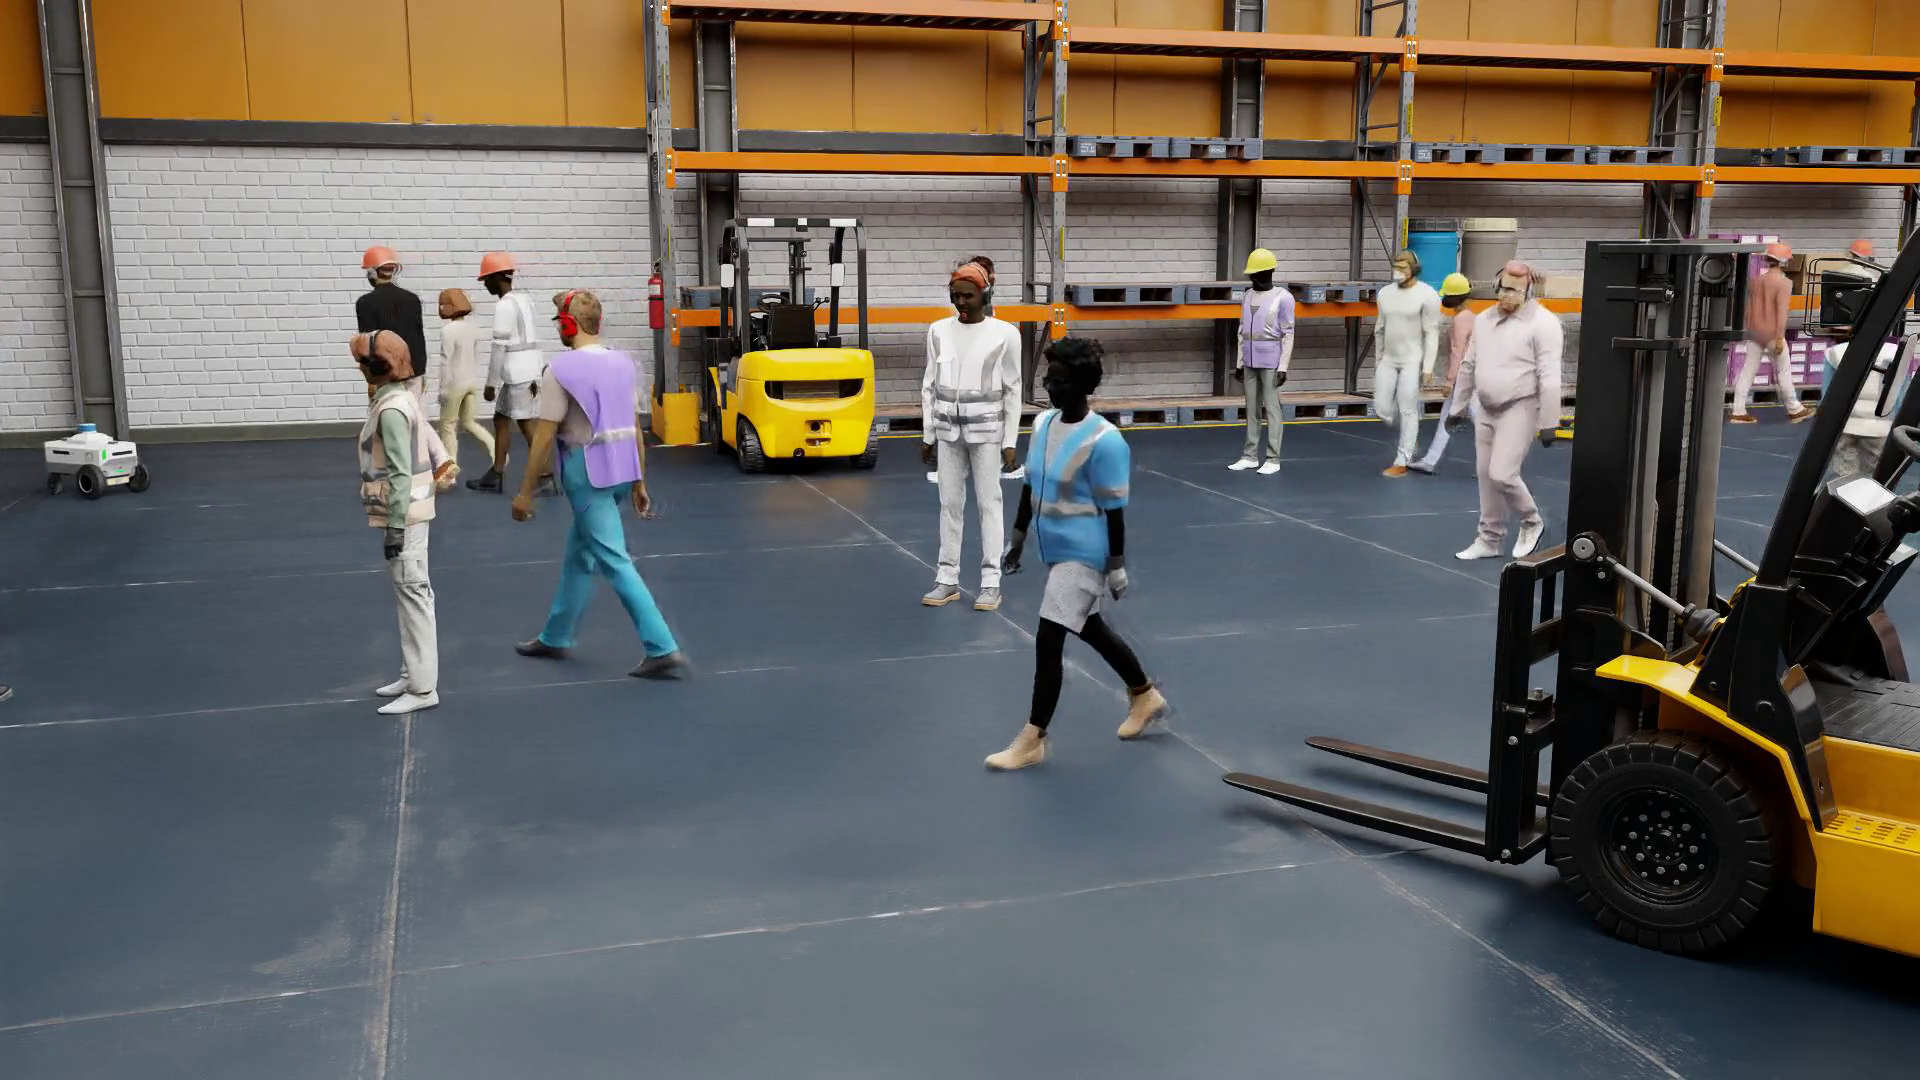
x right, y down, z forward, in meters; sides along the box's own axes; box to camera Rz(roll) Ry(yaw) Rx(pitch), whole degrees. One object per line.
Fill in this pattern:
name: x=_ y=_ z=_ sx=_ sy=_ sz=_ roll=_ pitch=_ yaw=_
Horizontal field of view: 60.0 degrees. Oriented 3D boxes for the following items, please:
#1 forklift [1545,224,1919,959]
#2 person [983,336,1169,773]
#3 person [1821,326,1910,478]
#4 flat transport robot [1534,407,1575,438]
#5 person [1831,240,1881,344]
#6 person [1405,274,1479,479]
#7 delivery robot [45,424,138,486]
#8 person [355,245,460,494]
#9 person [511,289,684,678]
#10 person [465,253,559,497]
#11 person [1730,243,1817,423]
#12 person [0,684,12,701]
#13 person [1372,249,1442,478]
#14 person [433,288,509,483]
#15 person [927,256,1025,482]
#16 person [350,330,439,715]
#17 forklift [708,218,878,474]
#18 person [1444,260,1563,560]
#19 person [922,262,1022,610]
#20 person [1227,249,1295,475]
forklift: x=2.909 y=0.117 z=4.508 sx=2.313 sy=2.155 sz=1.214 roll=9 pitch=14 yaw=40
person: x=0.495 y=0.035 z=6.425 sx=0.867 sy=1.659 sz=0.531 roll=-5 pitch=11 yaw=-26
person: x=5.610 y=-0.668 z=10.353 sx=0.523 sy=1.619 sz=0.395 roll=9 pitch=13 yaw=40
flat transport robot: x=6.334 y=-1.224 z=17.136 sx=1.431 sy=0.197 sz=0.652 roll=-9 pitch=14 yaw=-42
person: x=10.465 y=-2.504 z=19.487 sx=0.413 sy=1.975 sz=0.655 roll=-2 pitch=10 yaw=-9
person: x=4.168 y=-1.355 z=13.872 sx=0.854 sy=1.711 sz=0.542 roll=3 pitch=11 yaw=14
delivery robot: x=-6.830 y=-0.671 z=13.070 sx=0.707 sy=0.478 sz=0.477 roll=5 pitch=11 yaw=24
person: x=-4.367 y=-1.315 z=13.020 sx=0.849 sy=1.968 sz=0.631 roll=7 pitch=13 yaw=35
person: x=-1.691 y=-0.259 z=7.704 sx=1.002 sy=1.795 sz=0.599 roll=4 pitch=11 yaw=22
person: x=-3.545 y=-1.266 z=12.913 sx=0.869 sy=1.888 sz=0.533 roll=0 pitch=10 yaw=-2
person: x=8.852 y=-2.225 z=18.019 sx=0.996 sy=1.944 sz=0.647 roll=-3 pitch=11 yaw=-15
person: x=-4.388 y=-0.180 z=7.169 sx=0.592 sy=1.825 sz=0.403 roll=9 pitch=14 yaw=40
person: x=3.742 y=-1.477 z=13.994 sx=0.461 sy=1.923 sz=0.649 roll=-8 pitch=13 yaw=-37
person: x=-4.073 y=-1.255 z=13.625 sx=0.657 sy=1.611 sz=0.513 roll=2 pitch=11 yaw=12
person: x=0.162 y=-1.403 z=13.750 sx=1.006 sy=1.867 sz=0.605 roll=-3 pitch=11 yaw=-15
person: x=-2.395 y=-0.077 z=7.102 sx=0.313 sy=1.637 sz=0.513 roll=-3 pitch=11 yaw=-16
forklift: x=-1.522 y=-1.778 z=14.899 sx=1.214 sy=2.155 sz=2.313 roll=-3 pitch=11 yaw=-17
person: x=3.362 y=-0.778 z=10.270 sx=0.445 sy=1.884 sz=0.737 roll=-4 pitch=11 yaw=-22
person: x=0.051 y=-0.559 z=9.058 sx=0.574 sy=1.887 sz=0.355 roll=5 pitch=11 yaw=24
person: x=2.584 y=-1.521 z=14.250 sx=0.381 sy=1.918 sz=0.584 roll=-8 pitch=13 yaw=-36
